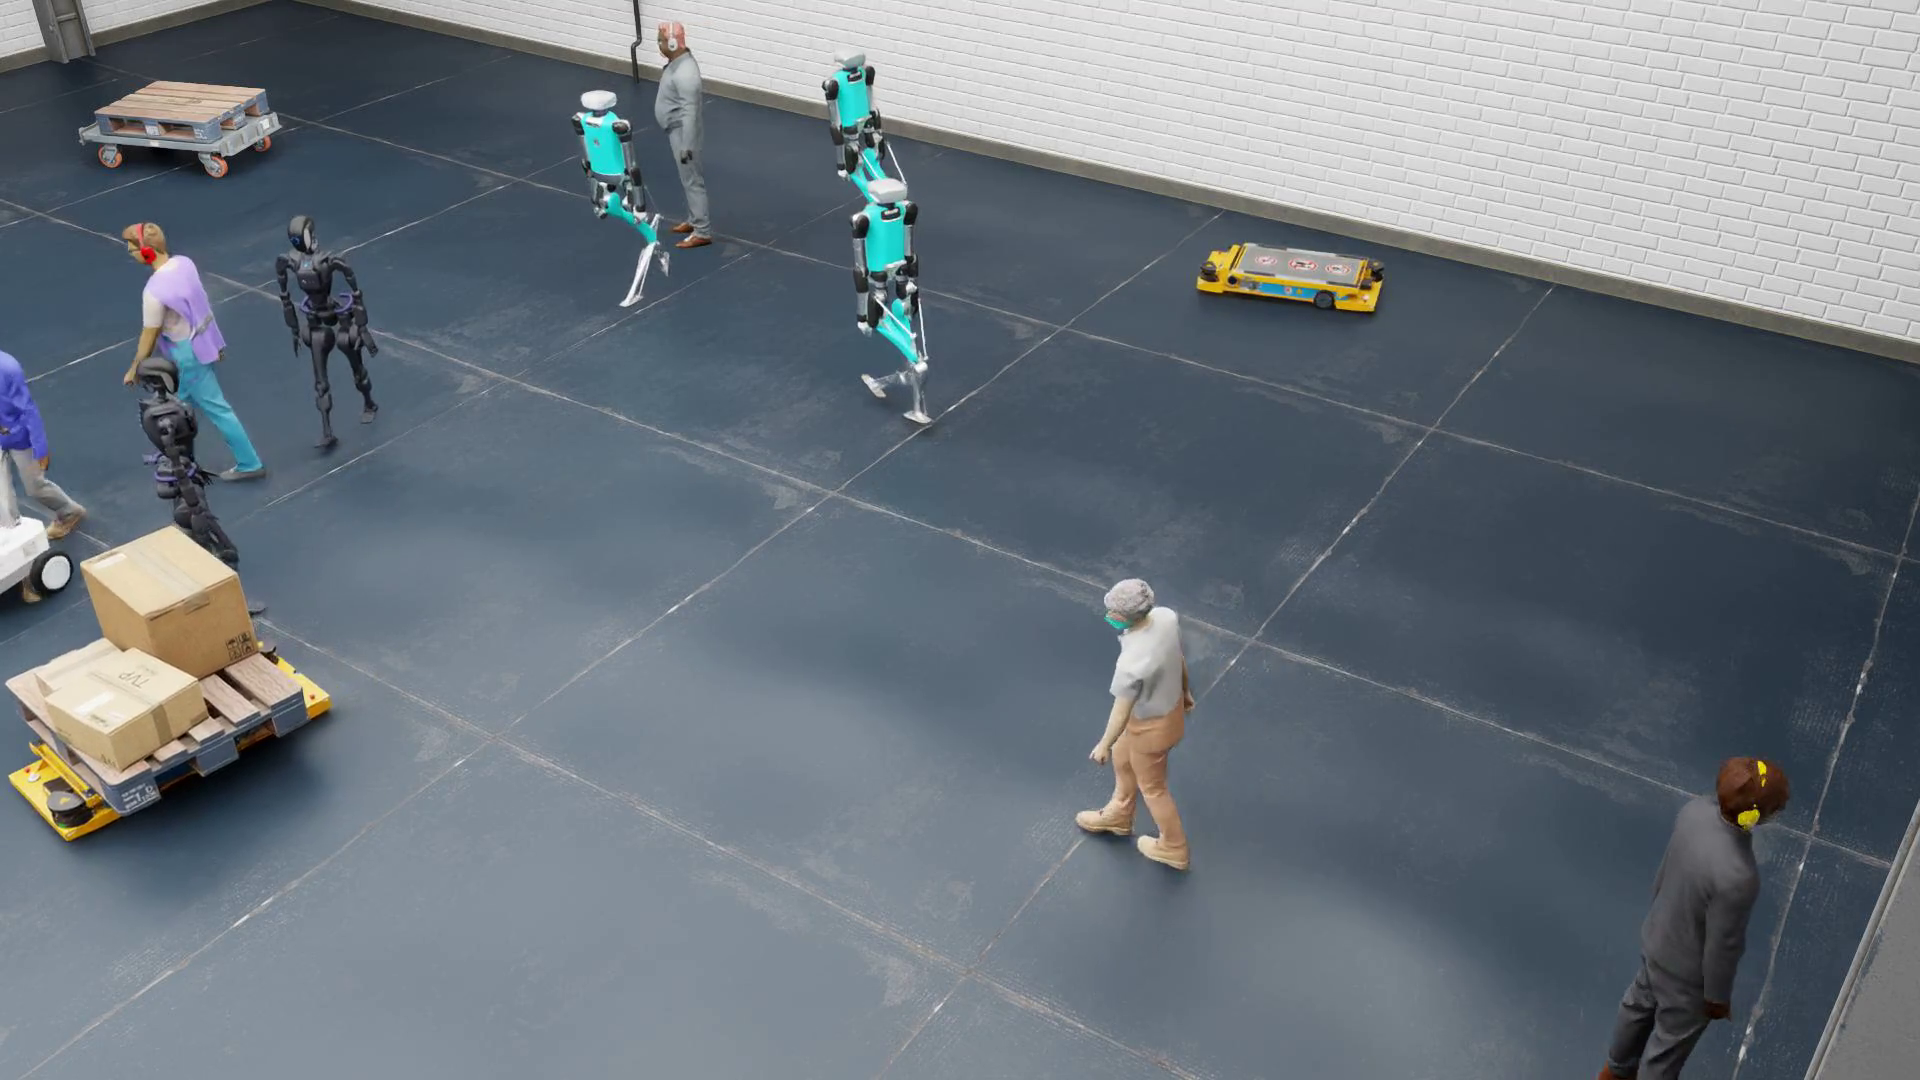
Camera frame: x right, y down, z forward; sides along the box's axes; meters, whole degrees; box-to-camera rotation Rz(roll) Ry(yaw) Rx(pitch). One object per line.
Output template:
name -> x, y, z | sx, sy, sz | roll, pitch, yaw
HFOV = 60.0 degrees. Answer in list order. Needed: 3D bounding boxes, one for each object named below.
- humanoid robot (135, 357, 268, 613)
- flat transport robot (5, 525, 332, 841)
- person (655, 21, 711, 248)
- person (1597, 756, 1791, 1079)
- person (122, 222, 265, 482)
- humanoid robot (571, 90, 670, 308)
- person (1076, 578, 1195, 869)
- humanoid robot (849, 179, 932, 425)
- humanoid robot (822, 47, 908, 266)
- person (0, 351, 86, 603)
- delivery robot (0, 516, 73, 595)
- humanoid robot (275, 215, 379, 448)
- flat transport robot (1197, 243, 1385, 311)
humanoid robot -> -4.333, -0.310, 9.436 | 0.386, 1.651, 0.610 | -13, 35, -19
flat transport robot -> -4.111, 1.008, 8.687 | 0.659, 0.231, 1.431 | 26, 41, 34
person -> -2.355, -3.428, 14.078 | 0.406, 1.905, 0.650 | -6, 33, -10
person -> 2.789, 1.568, 6.340 | 0.377, 1.873, 0.496 | 1, 33, 1
person -> -5.066, -1.161, 10.637 | 0.896, 1.799, 0.562 | -4, 33, -6
humanoid robot -> -2.553, -2.786, 13.260 | 0.544, 1.782, 0.938 | 16, 36, 24
person -> 0.806, 0.825, 7.656 | 0.672, 1.688, 0.559 | 12, 35, 18
humanoid robot -> -0.382, -1.556, 11.329 | 0.556, 1.731, 1.020 | -26, 41, -34
humanoid robot -> -0.654, -3.086, 13.754 | 0.887, 1.832, 0.557 | 26, 41, 34
person -> -5.614, -0.616, 9.795 | 0.503, 1.817, 0.895 | -6, 33, -9
delivery robot -> -5.681, 0.159, 9.746 | 0.499, 0.597, 0.779 | 11, 34, 17
humanoid robot -> -4.246, -1.429, 11.208 | 0.589, 1.624, 0.748 | 0, 33, 0
flat transport robot -> 2.714, -2.159, 13.616 | 1.431, 0.231, 0.659 | 10, 34, 16
